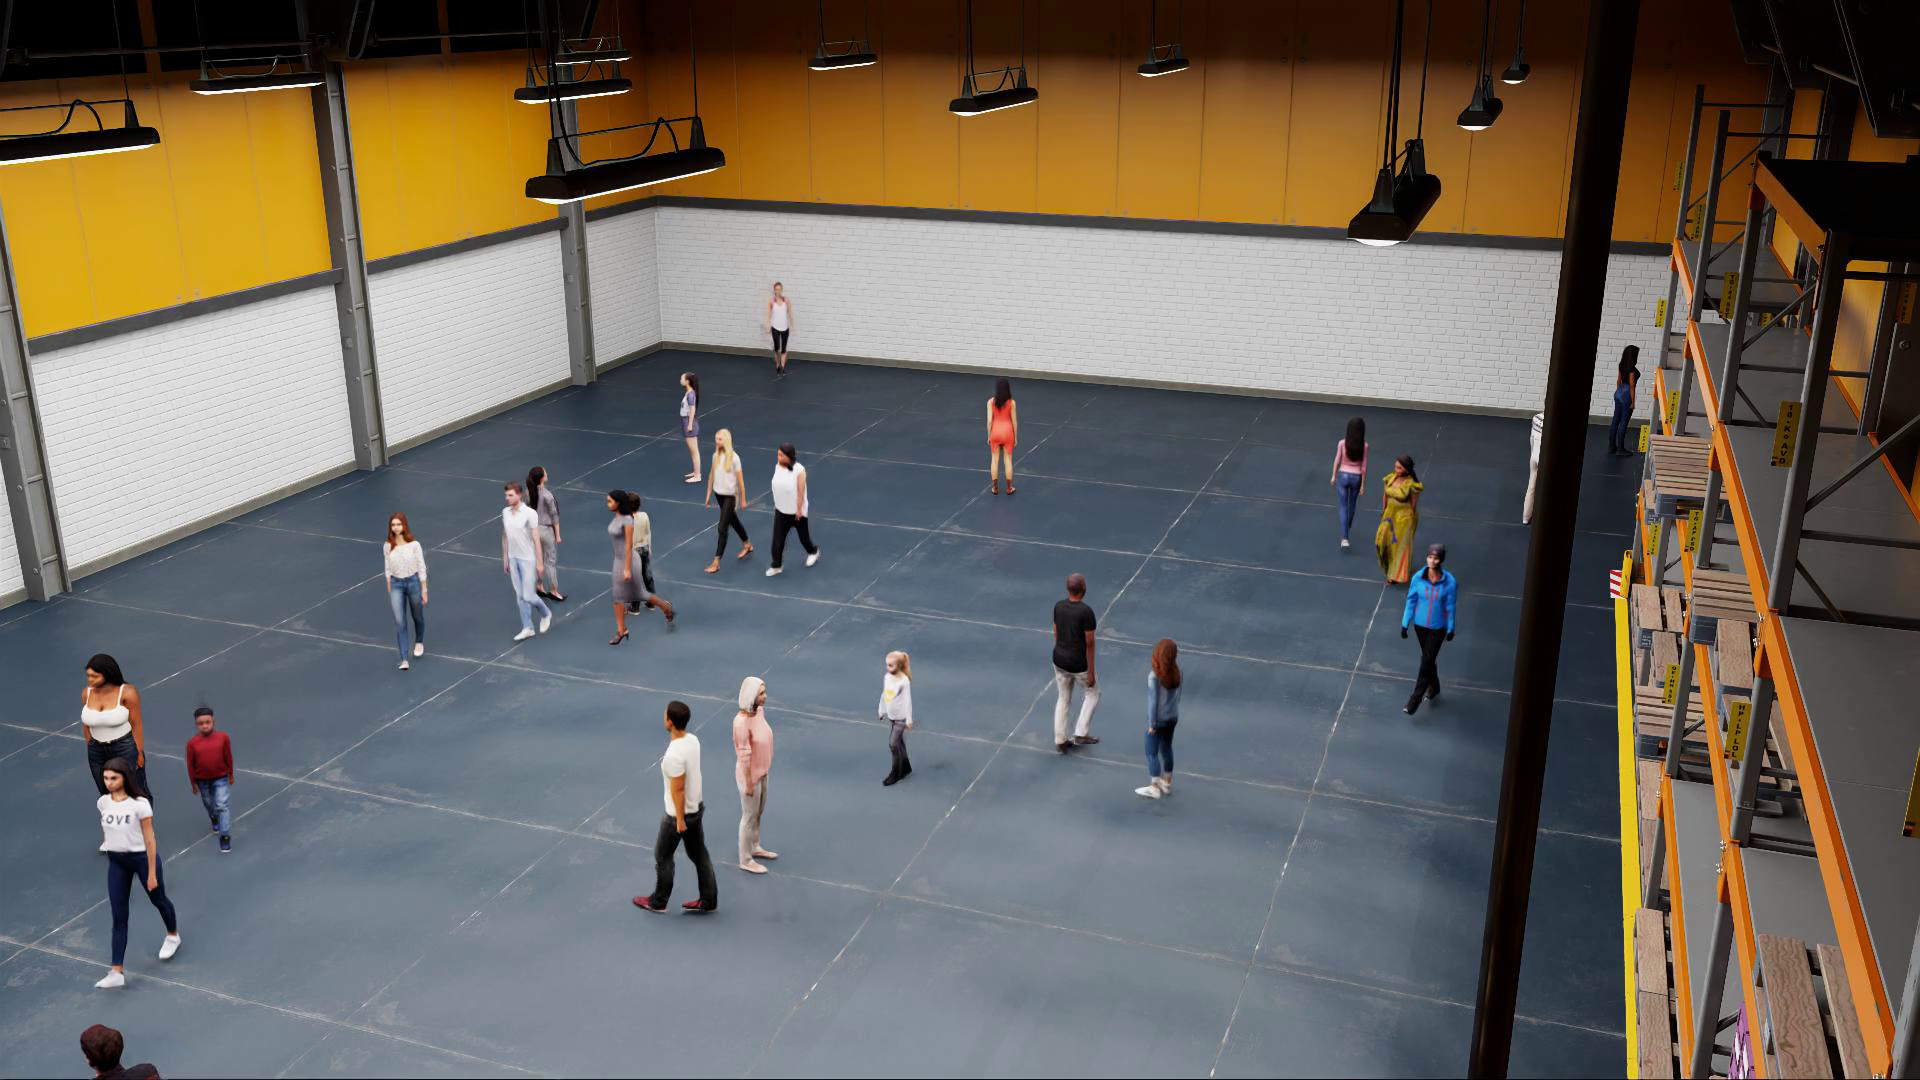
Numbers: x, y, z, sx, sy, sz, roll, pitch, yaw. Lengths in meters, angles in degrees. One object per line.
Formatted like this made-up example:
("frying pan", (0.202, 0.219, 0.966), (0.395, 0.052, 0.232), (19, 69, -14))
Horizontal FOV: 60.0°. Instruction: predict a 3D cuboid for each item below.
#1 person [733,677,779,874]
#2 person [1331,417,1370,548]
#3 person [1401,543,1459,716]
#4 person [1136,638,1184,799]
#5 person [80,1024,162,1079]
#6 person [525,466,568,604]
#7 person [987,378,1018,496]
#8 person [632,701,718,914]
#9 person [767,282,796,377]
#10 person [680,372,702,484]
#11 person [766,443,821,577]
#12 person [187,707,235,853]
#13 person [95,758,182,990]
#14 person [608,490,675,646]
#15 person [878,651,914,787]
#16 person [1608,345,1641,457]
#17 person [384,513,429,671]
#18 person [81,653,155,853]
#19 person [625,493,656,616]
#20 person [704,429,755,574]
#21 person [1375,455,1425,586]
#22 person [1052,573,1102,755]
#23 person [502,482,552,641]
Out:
("person", (-1.725, 1.926, 13.826), (0.681, 1.724, 0.501), (4, 19, 11))
("person", (5.083, -0.729, 21.745), (0.759, 1.701, 1.179), (3, 19, 8))
("person", (4.801, 0.883, 16.883), (0.883, 1.749, 1.225), (14, 23, 36))
("person", (1.860, 1.637, 15.103), (0.823, 1.456, 0.701), (15, 24, 37))
("person", (-4.387, 3.477, 8.926), (0.880, 1.912, 0.841), (12, 22, 33))
("person", (-4.971, -0.075, 19.839), (0.668, 1.678, 0.662), (11, 22, 30))
("person", (0.606, -1.500, 23.998), (0.637, 1.724, 0.609), (2, 19, 5))
("person", (-2.086, 2.141, 13.106), (0.806, 1.777, 0.899), (3, 19, 9))
("person", (-3.386, -3.977, 31.280), (0.758, 1.772, 0.800), (-5, 19, -14))
("person", (-3.974, -1.686, 24.668), (0.725, 1.650, 0.602), (-2, 19, -7))
("person", (-2.070, -0.403, 20.847), (0.839, 1.657, 1.144), (12, 22, 33))
("person", (-6.456, 2.010, 14.331), (0.840, 1.241, 0.932), (-7, 20, -21))
("person", (-6.094, 2.397, 12.409), (0.790, 1.735, 1.146), (2, 19, 6))
("person", (-3.623, 0.299, 18.630), (1.165, 1.741, 0.954), (-17, 25, -41))
("person", (-0.525, 1.618, 15.455), (0.723, 1.267, 0.646), (-15, 24, -38))
("person", (10.406, -2.201, 26.056), (0.701, 1.740, 0.613), (-4, 19, -12))
("person", (-5.983, 0.522, 18.058), (0.944, 1.683, 1.175), (-3, 19, -9))
("person", (-7.154, 1.788, 14.109), (0.718, 1.805, 0.714), (0, 19, 1))
("person", (-3.783, 0.154, 19.494), (0.590, 1.465, 0.687), (-15, 24, -38))
("person", (-2.877, -0.523, 21.018), (0.824, 1.774, 1.251), (12, 22, 32))
("person", (5.457, -0.271, 20.470), (0.918, 1.646, 1.029), (17, 25, 41))
("person", (1.021, 1.216, 15.837), (0.809, 1.786, 0.816), (16, 24, 39))
("person", (-4.857, 0.212, 18.727), (0.730, 1.843, 0.765), (9, 21, 26))
